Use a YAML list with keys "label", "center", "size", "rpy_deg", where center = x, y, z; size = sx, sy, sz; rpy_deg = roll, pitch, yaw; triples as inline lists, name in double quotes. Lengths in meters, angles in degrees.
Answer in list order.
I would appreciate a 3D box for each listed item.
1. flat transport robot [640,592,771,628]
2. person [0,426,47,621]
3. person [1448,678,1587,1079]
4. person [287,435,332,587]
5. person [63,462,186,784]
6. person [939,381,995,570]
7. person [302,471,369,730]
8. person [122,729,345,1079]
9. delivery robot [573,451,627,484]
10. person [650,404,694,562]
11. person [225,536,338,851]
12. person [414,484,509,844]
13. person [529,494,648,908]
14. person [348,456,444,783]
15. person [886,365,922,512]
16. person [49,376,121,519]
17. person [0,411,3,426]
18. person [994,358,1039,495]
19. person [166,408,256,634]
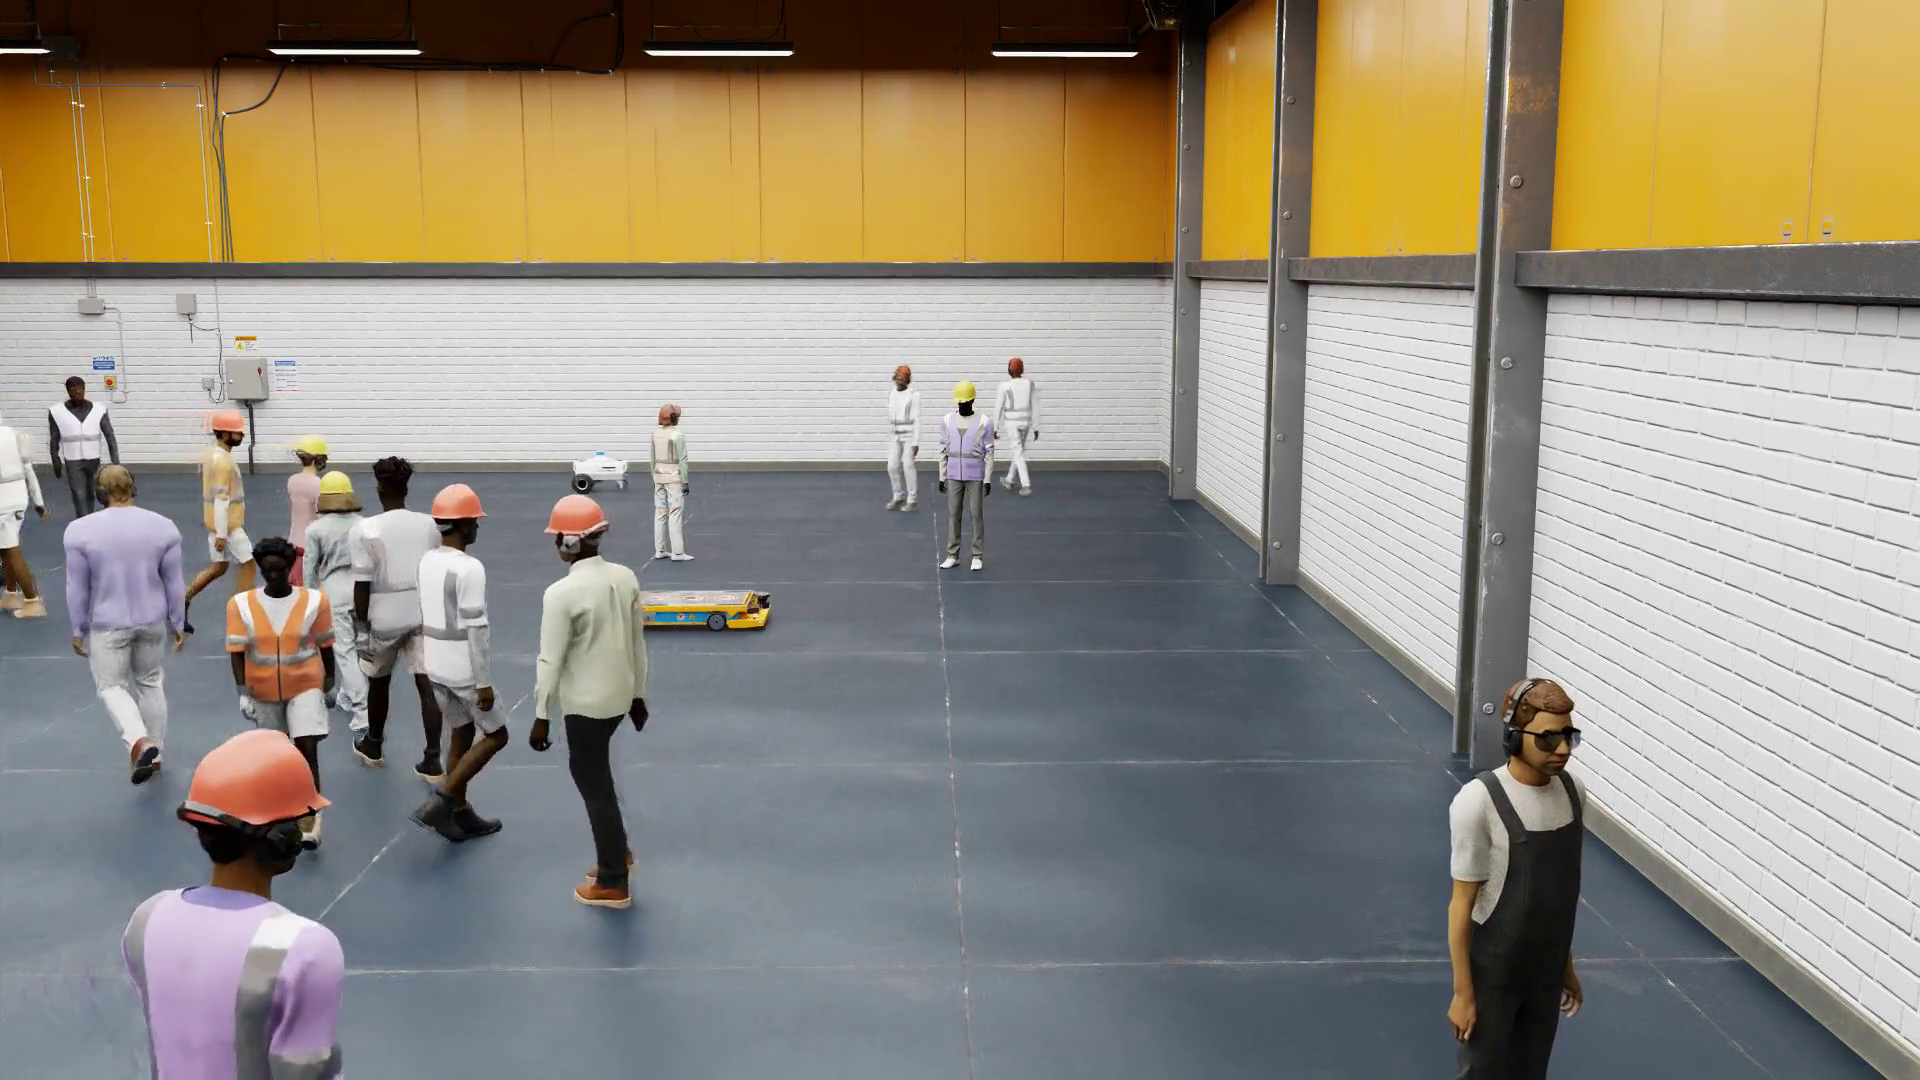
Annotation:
- label: "flat transport robot"
  center: [-2.364, 0.590, 14.218]
  size: [1.431, 0.197, 0.652]
  rpy_deg: [0, 9, -1]
- label: "person"
  center: [-8.296, -0.279, 14.303]
  size: [0.802, 1.984, 0.688]
  rpy_deg: [2, 9, 11]
- label: "person"
  center: [1.671, 1.308, 5.004]
  size: [0.508, 1.844, 0.336]
  rpy_deg: [-5, 11, -29]
- label: "person"
  center: [-5.034, 0.040, 13.106]
  size: [0.537, 1.741, 0.748]
  rpy_deg: [5, 11, 30]
- label: "person"
  center: [-4.836, 0.504, 9.725]
  size: [0.639, 1.917, 0.648]
  rpy_deg: [-9, 13, -43]
- label: "person"
  center: [0.055, -0.651, 16.783]
  size: [0.585, 1.920, 0.373]
  rpy_deg: [3, 10, 18]
- label: "person"
  center: [-4.104, 0.389, 11.103]
  size: [0.490, 1.698, 0.895]
  rpy_deg: [-9, 13, -43]
- label: "person"
  center: [-1.542, 1.413, 3.834]
  size: [0.628, 2.006, 0.887]
  rpy_deg: [4, 10, 23]
- label: "delivery robot"
  center: [-4.889, -0.971, 22.637]
  size: [0.707, 0.478, 0.477]
  rpy_deg: [-1, 9, -7]
- label: "person"
  center: [-3.015, -0.593, 17.298]
  size: [0.523, 1.636, 0.311]
  rpy_deg: [7, 12, 38]
- label: "person"
  center: [-3.553, 0.795, 8.740]
  size: [0.525, 1.636, 0.920]
  rpy_deg: [-2, 10, -15]
- label: "person"
  center: [-2.628, 0.669, 8.690]
  size: [0.563, 1.918, 0.466]
  rpy_deg: [8, 13, 42]
- label: "person"
  center: [-1.765, 0.770, 7.892]
  size: [0.511, 1.974, 0.614]
  rpy_deg: [3, 10, 20]
- label: "person"
  center: [-3.380, 0.454, 9.992]
  size: [0.622, 1.918, 0.946]
  rpy_deg: [-7, 12, -38]
- label: "person"
  center: [-0.675, -1.261, 20.728]
  size: [0.598, 1.848, 0.499]
  rpy_deg: [7, 11, 36]
- label: "person"
  center: [-9.529, -0.849, 18.150]
  size: [0.627, 1.861, 0.971]
  rpy_deg: [-8, 12, -40]
- label: "person"
  center: [-10.398, -0.785, 17.798]
  size: [0.316, 1.860, 0.510]
  rpy_deg: [0, 9, 0]
- label: "person"
  center: [0.757, -1.541, 22.530]
  size: [0.590, 1.828, 1.046]
  rpy_deg: [-4, 10, -23]
- label: "person"
  center: [-6.146, -0.141, 13.724]
  size: [0.840, 1.909, 0.549]
  rpy_deg: [-6, 11, -33]
